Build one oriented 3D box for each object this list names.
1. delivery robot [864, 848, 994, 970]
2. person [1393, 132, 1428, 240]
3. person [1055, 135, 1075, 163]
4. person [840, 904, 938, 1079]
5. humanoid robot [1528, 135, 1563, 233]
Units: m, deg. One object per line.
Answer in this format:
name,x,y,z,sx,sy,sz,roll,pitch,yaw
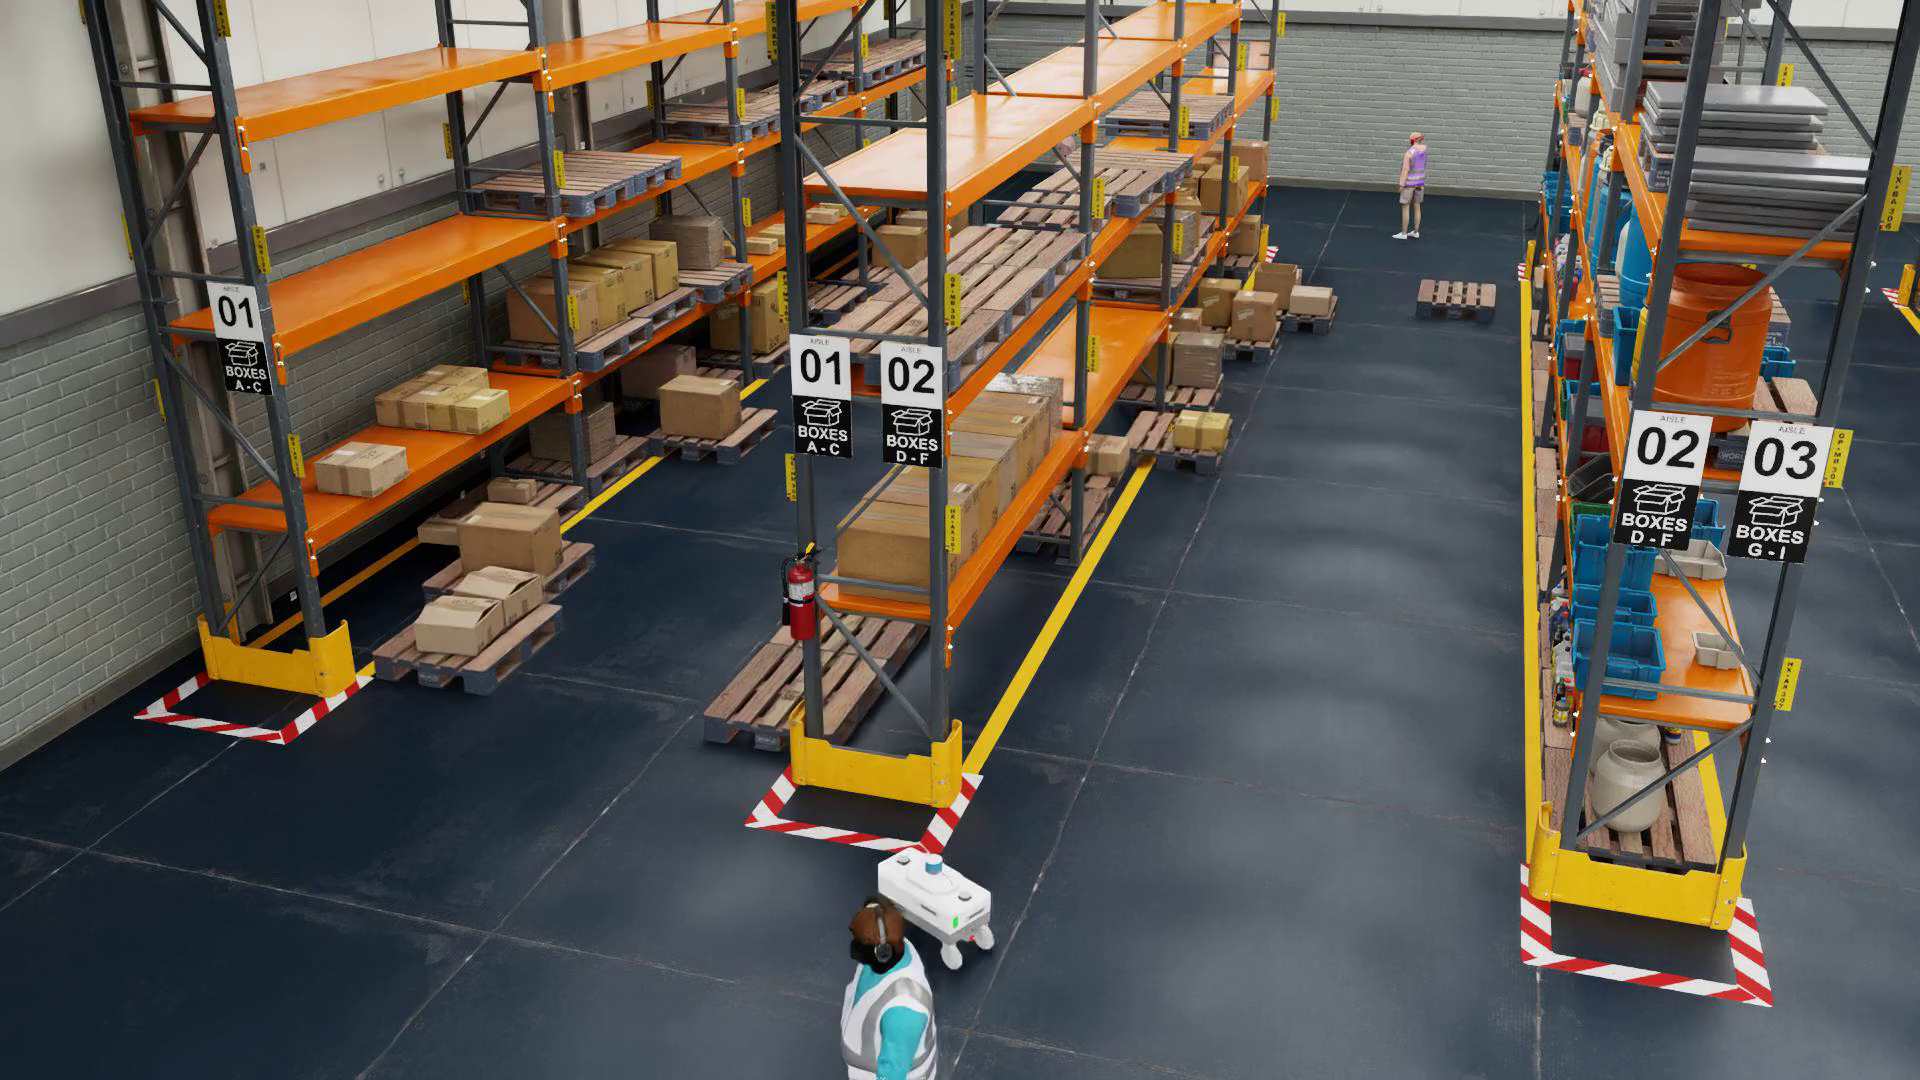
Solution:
delivery robot,-0.158,2.132,9.852,0.774,0.581,0.499,21,31,40
person,7.181,-5.621,26.415,0.491,1.686,0.348,-13,27,-28
person,1.701,-5.916,26.956,0.331,1.800,0.535,8,24,17
person,-0.433,2.453,7.540,0.917,1.799,0.646,-6,24,-14
humanoid robot,9.518,-5.653,26.569,0.589,1.623,0.794,-19,30,-37
